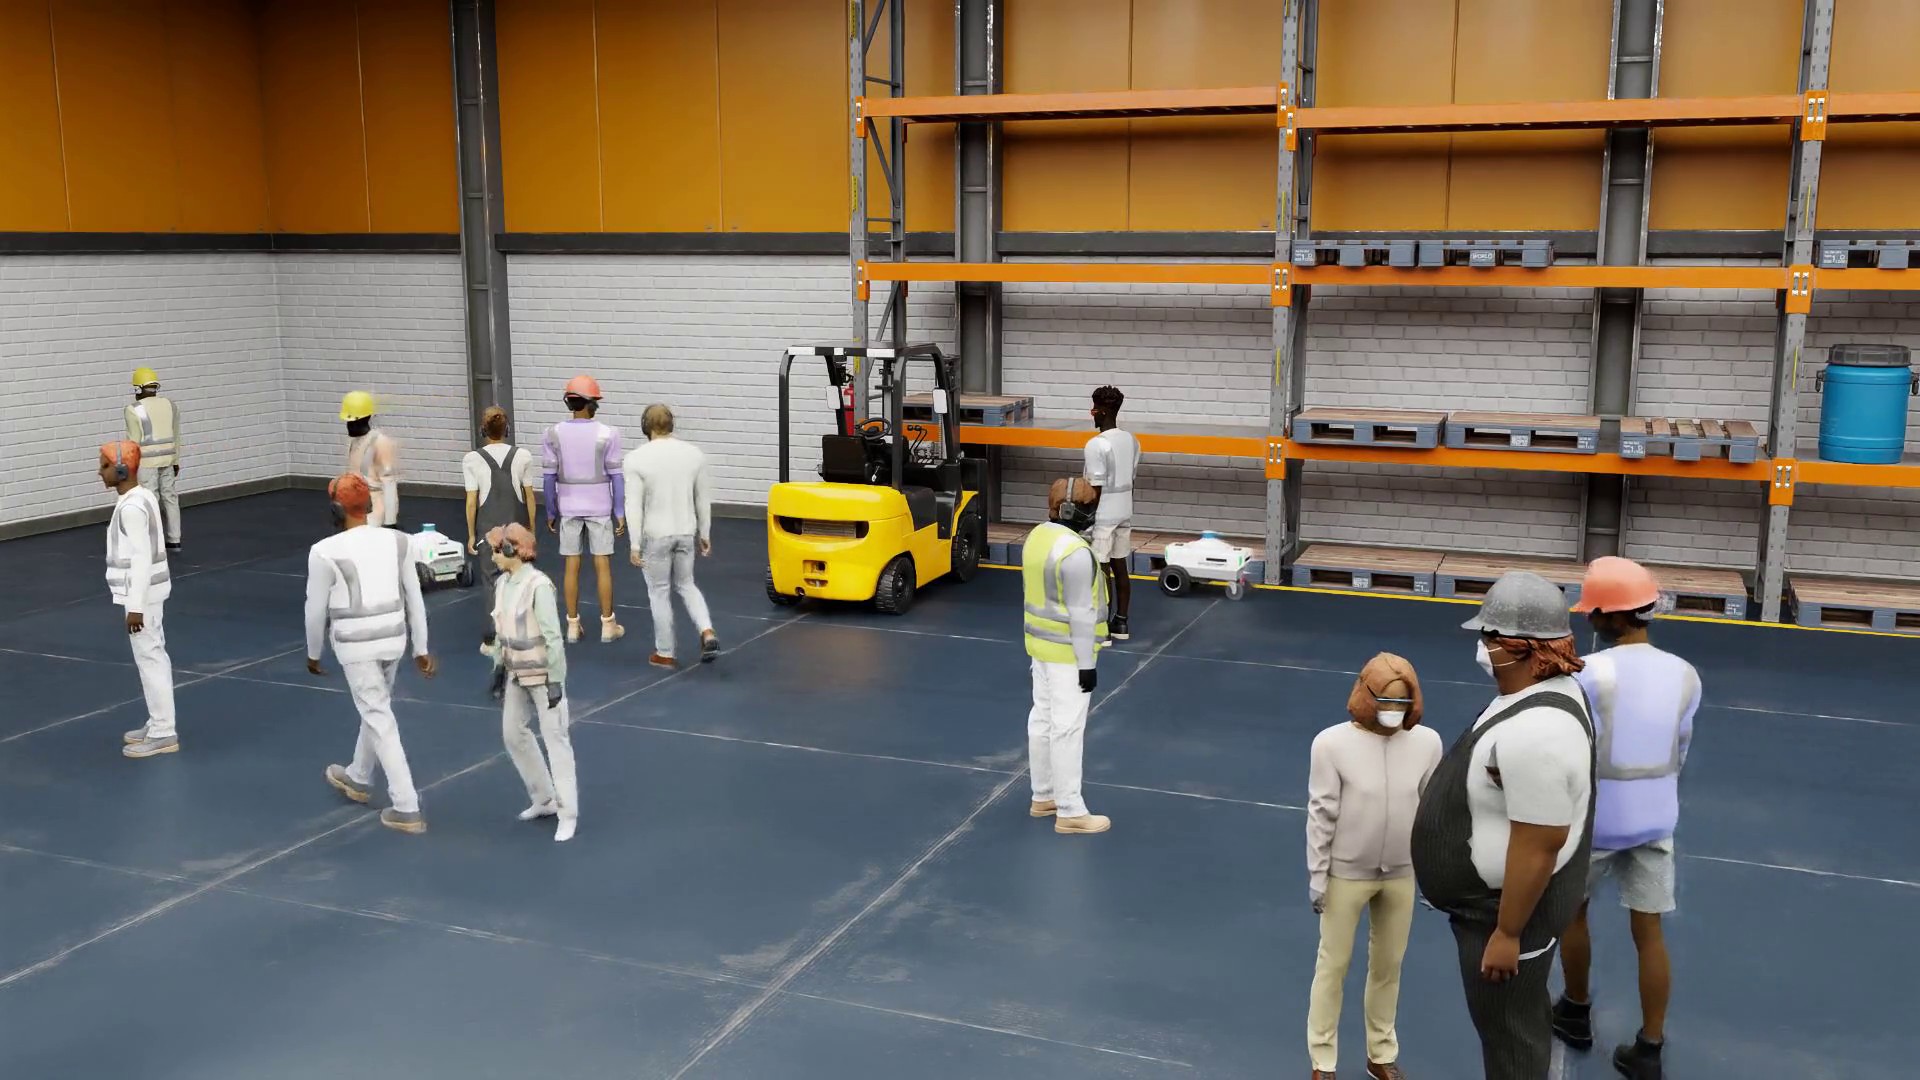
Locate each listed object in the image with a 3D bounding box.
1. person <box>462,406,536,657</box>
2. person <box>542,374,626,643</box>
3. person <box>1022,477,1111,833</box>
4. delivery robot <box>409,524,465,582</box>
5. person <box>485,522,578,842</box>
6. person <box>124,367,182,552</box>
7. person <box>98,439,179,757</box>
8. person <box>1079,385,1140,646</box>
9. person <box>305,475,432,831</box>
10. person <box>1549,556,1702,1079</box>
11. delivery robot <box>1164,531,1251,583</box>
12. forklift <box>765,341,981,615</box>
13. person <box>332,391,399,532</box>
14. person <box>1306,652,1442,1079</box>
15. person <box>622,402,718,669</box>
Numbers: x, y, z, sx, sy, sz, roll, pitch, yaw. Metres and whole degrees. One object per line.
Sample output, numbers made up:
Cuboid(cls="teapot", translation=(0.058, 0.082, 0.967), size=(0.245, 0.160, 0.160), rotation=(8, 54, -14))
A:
Cuboid(cls="person", translation=(-3.367, -0.060, 12.200), size=(0.508, 1.846, 0.345), rotation=(-5, 11, -25))
Cuboid(cls="person", translation=(-2.840, -0.237, 12.640), size=(0.612, 2.039, 0.392), rotation=(0, 10, 1))
Cuboid(cls="person", translation=(0.550, 0.586, 8.621), size=(0.430, 1.841, 0.624), rotation=(-4, 11, -20))
Cuboid(cls="delivery robot", translation=(-4.663, 0.100, 14.641), size=(0.477, 0.478, 0.707), rotation=(-9, 14, -42))
Cuboid(cls="person", translation=(-2.181, 0.719, 8.509), size=(0.330, 1.623, 0.576), rotation=(-9, 14, -42))
Cuboid(cls="person", translation=(-7.836, -0.760, 16.136), size=(0.404, 1.832, 0.597), rotation=(4, 11, 22))
Cuboid(cls="person", translation=(-4.866, 0.338, 9.868), size=(0.337, 1.883, 0.584), rotation=(-4, 11, -22))
Cuboid(cls="person", translation=(1.109, -0.186, 12.560), size=(0.361, 1.965, 0.612), rotation=(8, 13, 37))
Cuboid(cls="person", translation=(-3.150, 0.569, 8.701), size=(0.940, 1.835, 0.566), rotation=(7, 12, 33))
Cuboid(cls="person", translation=(2.384, 1.004, 6.062), size=(0.581, 1.909, 0.720), rotation=(-1, 10, -7))
Cuboid(cls="delivery robot", translation=(2.133, 0.162, 14.294), size=(0.707, 0.478, 0.477), rotation=(5, 11, 24))
Cuboid(cls="forklift", translation=(-0.739, -0.602, 14.246), size=(1.214, 2.155, 2.313), rotation=(4, 11, 21))
Cuboid(cls="person", translation=(-4.637, -0.211, 12.893), size=(0.648, 1.891, 0.645), rotation=(-8, 13, -37))
Cuboid(cls="person", translation=(1.451, 1.186, 5.848), size=(0.497, 1.633, 0.279), rotation=(-2, 10, -11))
Cuboid(cls="person", translation=(-2.024, -0.010, 11.757), size=(0.641, 1.915, 0.633), rotation=(-8, 13, -38))
